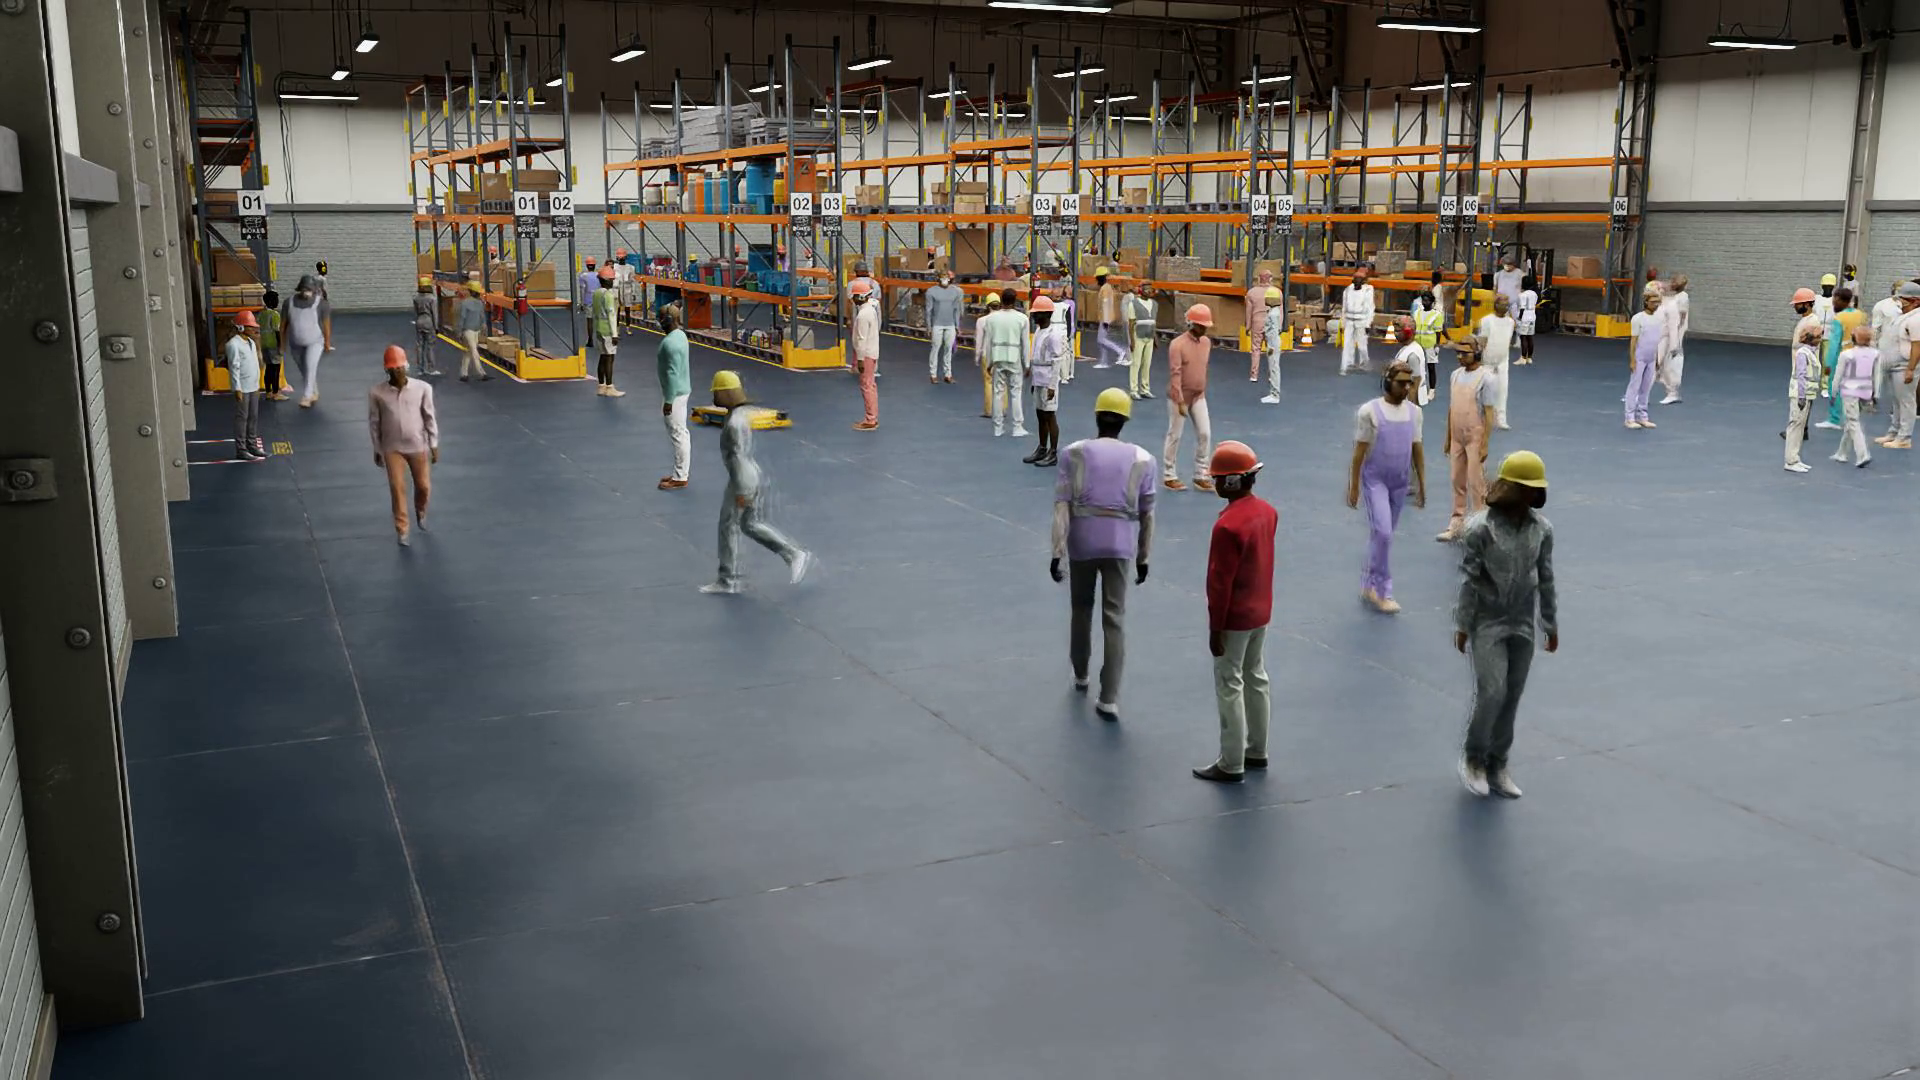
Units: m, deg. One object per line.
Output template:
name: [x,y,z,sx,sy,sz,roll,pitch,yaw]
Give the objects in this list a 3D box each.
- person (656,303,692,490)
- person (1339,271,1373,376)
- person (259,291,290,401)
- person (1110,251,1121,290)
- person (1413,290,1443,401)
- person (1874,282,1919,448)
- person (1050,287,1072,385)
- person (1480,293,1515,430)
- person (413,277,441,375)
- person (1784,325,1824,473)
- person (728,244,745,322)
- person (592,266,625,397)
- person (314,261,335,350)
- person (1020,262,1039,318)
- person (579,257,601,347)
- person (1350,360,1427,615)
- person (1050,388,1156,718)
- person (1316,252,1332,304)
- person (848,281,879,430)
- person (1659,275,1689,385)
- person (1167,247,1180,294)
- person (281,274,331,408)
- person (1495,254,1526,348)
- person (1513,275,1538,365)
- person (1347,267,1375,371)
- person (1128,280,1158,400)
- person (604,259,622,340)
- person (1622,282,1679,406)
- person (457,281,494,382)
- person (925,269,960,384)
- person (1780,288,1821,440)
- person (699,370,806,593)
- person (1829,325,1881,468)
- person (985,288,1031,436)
person: [-3.001,-1.497,17.399,0.373,1.940,0.629,-1,11,-3]
person: [7.090,-3.866,29.672,0.604,1.858,0.785,7,13,33]
person: [-10.557,-2.978,25.564,0.535,1.691,0.317,10,15,42]
person: [4.173,-6.813,44.604,0.328,1.867,0.509,-4,12,-21]
person: [7.188,-2.998,25.665,0.319,1.693,0.532,-10,15,-41]
person: [11.565,-2.148,20.448,0.536,2.000,0.676,4,12,17]
person: [1.624,-3.430,27.983,0.514,1.641,0.307,1,11,6]
person: [7.169,-2.416,22.385,0.519,1.824,0.823,-2,11,-8]
person: [-9.518,-3.819,29.726,0.480,1.733,0.347,4,12,19]
person: [9.438,-1.586,18.613,0.310,1.640,0.514,8,13,34]
person: [-5.953,-6.792,44.045,0.374,2.044,0.606,-6,13,-30]
person: [-5.519,-3.263,26.110,0.380,2.040,0.615,-8,14,-35]
person: [-13.445,-4.939,35.099,0.332,1.862,0.510,-10,15,-41]
person: [1.623,-5.698,39.277,0.554,1.735,0.379,-7,13,-31]
person: [-7.929,-5.129,35.867,0.547,1.934,0.376,-5,12,-25]
person: [3.134,-0.374,11.984,0.533,1.816,0.794,-4,12,-18]
person: [0.830,0.050,9.769,0.626,1.843,0.985,0,11,1]
person: [9.945,-6.983,45.489,0.545,1.856,0.477,-10,15,-41]
person: [-1.281,-2.453,22.153,0.406,1.986,0.604,2,11,9]
person: [12.028,-3.524,27.940,0.346,1.846,0.507,2,11,11]
person: [6.529,-8.081,51.142,0.429,1.837,0.627,-11,15,-43]
person: [-9.799,-3.043,24.993,0.694,2.000,0.971,-1,11,-4]
person: [11.782,-5.134,35.622,0.569,2.000,0.703,-9,14,-37]
person: [10.745,-4.168,31.588,0.529,1.697,0.321,-10,15,-43]
person: [7.358,-4.054,30.532,0.343,1.883,0.585,-10,15,-41]
person: [2.830,-3.094,25.751,0.564,1.846,0.390,-9,14,-37]
person: [-7.947,-5.460,37.771,0.377,1.844,0.570,11,15,43]
person: [10.463,-2.943,24.996,1.032,1.847,0.644,-2,11,-10]
person: [-8.257,-3.537,28.348,0.871,1.702,0.570,4,12,20]
person: [-0.290,-3.608,28.124,0.633,1.938,0.356,-5,12,-22]
person: [10.727,-2.239,21.216,0.386,1.924,0.549,3,11,14]
person: [-1.588,-0.440,12.624,0.742,1.707,0.518,-1,11,-3]
person: [10.245,-1.641,18.983,0.524,1.605,0.829,-1,11,-7]
person: [0.618,-2.294,21.510,0.597,1.914,0.373,4,12,18]
